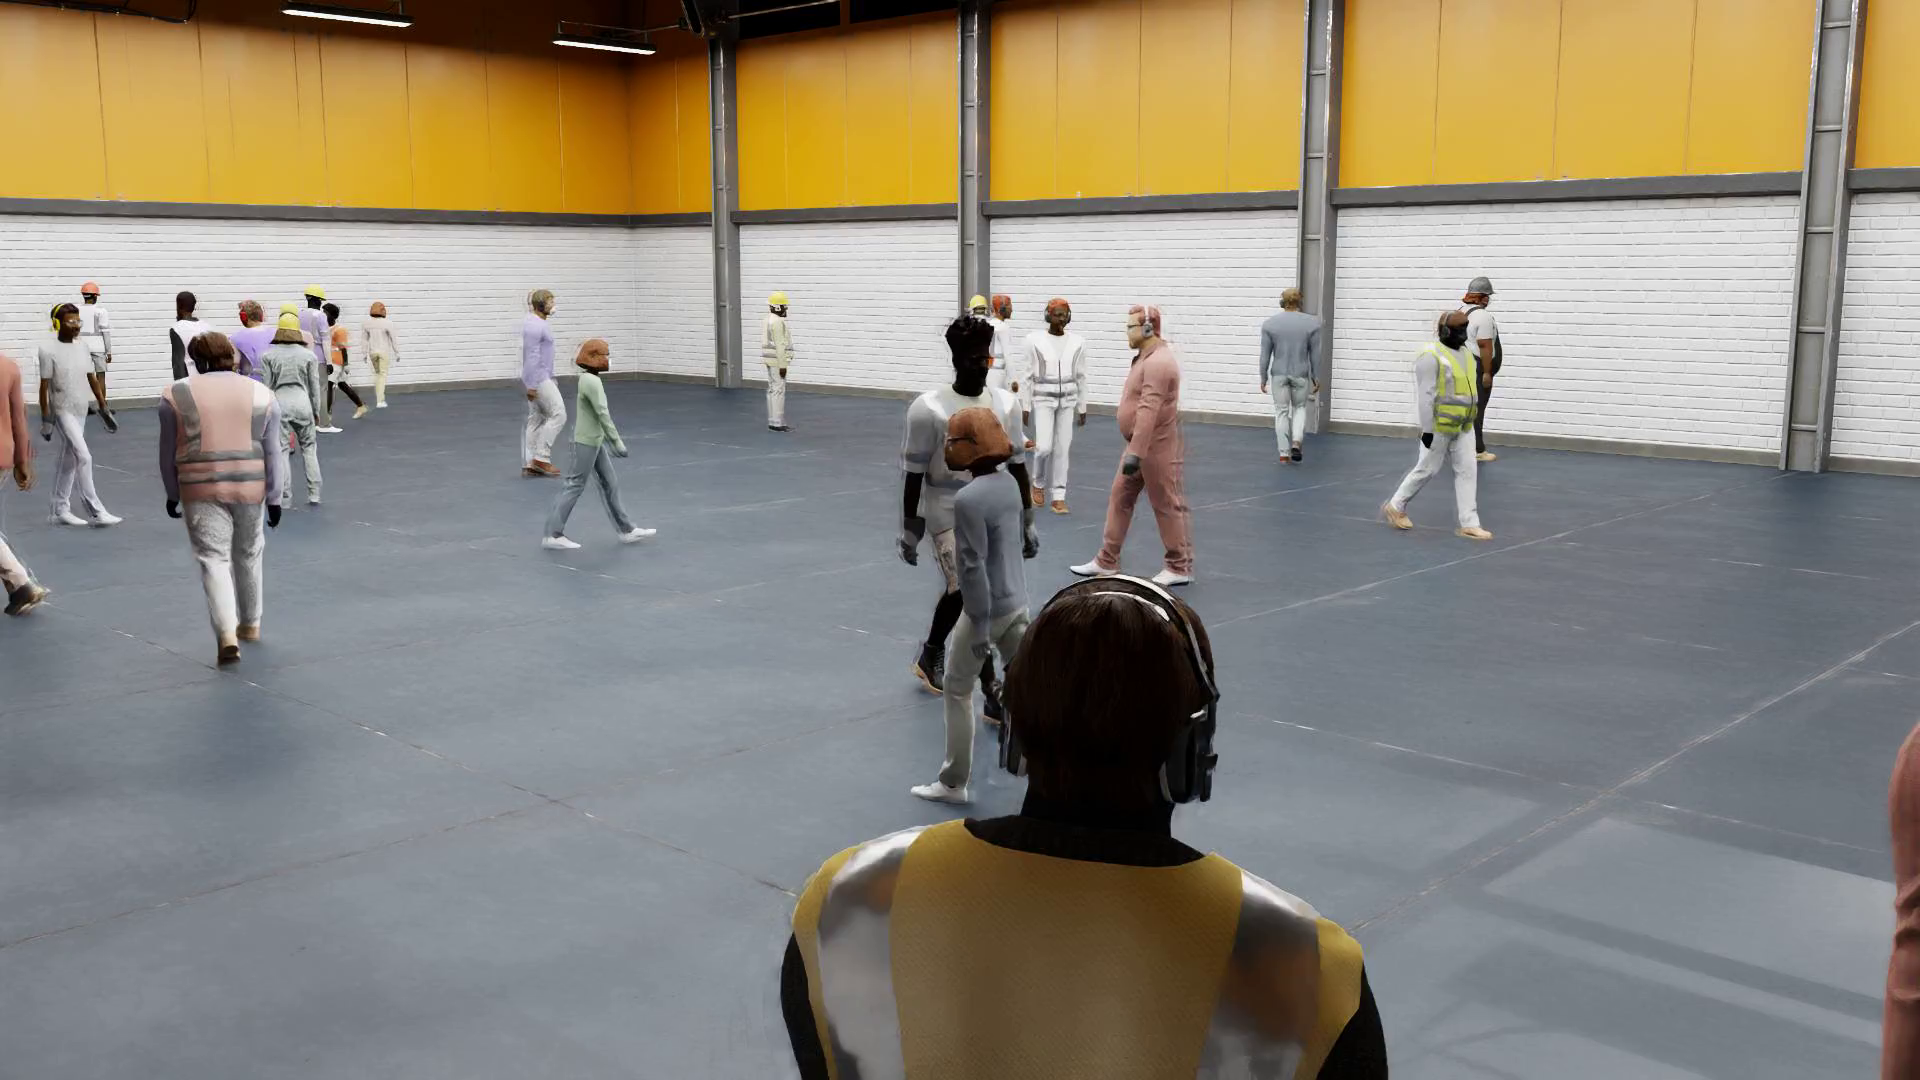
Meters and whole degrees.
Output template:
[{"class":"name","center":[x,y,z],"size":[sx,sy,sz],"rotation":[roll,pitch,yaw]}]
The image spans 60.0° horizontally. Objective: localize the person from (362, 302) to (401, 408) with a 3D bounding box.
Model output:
[{"class":"person","center":[-8.869,-2.849,25.562],"size":[0.520,1.612,0.601],"rotation":[1,9,8]}]

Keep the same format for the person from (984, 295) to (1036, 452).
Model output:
[{"class":"person","center":[0.458,-1.873,18.955],"size":[1.007,1.827,0.604],"rotation":[-3,10,-17]}]

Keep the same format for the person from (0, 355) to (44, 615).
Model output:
[{"class":"person","center":[-6.002,-0.505,10.240],"size":[0.914,1.950,0.630],"rotation":[2,10,14]}]

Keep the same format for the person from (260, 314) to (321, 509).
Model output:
[{"class":"person","center":[-5.953,-1.147,14.826],"size":[0.489,1.715,0.458],"rotation":[-4,10,-24]}]

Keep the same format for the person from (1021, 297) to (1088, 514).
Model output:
[{"class":"person","center":[0.829,-1.160,14.428],"size":[0.600,1.873,0.424],"rotation":[-3,10,-16]}]

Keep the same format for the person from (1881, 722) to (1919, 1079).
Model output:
[{"class":"person","center":[1.515,0.827,2.153],"size":[0.652,1.906,0.404],"rotation":[-1,9,-9]}]

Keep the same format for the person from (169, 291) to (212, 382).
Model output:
[{"class":"person","center":[-7.923,-1.591,17.042],"size":[0.554,1.885,0.626],"rotation":[2,9,11]}]

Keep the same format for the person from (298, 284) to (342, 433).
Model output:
[{"class":"person","center":[-8.317,-2.333,21.493],"size":[0.585,1.918,0.377],"rotation":[5,11,28]}]

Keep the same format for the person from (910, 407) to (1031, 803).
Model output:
[{"class":"person","center":[0.210,0.283,6.457],"size":[0.799,1.597,0.521],"rotation":[5,10,28]}]

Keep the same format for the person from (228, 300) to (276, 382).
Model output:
[{"class":"person","center":[-6.870,-1.405,16.109],"size":[0.881,1.807,0.601],"rotation":[5,11,30]}]

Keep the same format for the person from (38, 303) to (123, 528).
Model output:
[{"class":"person","center":[-7.168,-1.010,13.641],"size":[0.863,1.834,0.541],"rotation":[2,9,9]}]

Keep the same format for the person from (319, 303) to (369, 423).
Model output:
[{"class":"person","center":[-8.641,-2.466,23.124],"size":[0.872,1.664,0.525],"rotation":[-8,12,-40]}]

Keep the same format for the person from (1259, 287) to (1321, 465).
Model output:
[{"class":"person","center":[3.560,-1.769,18.005],"size":[0.651,1.923,0.432],"rotation":[1,9,7]}]

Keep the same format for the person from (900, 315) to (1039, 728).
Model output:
[{"class":"person","center":[0.020,-0.120,7.968],"size":[0.616,1.911,1.058],"rotation":[-6,11,-34]}]

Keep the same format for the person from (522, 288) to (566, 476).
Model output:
[{"class":"person","center":[-4.238,-1.595,16.951],"size":[0.520,1.921,0.628],"rotation":[-2,10,-13]}]

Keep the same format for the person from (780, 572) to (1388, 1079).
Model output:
[{"class":"person","center":[0.147,0.920,1.868],"size":[0.637,1.803,0.891],"rotation":[3,10,15]}]

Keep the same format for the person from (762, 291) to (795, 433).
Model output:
[{"class":"person","center":[-2.369,-2.289,21.561],"size":[0.441,1.843,0.608],"rotation":[-3,10,-20]}]

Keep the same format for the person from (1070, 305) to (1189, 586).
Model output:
[{"class":"person","center":[1.139,-0.611,11.067],"size":[0.881,1.872,0.662],"rotation":[-1,9,-4]}]

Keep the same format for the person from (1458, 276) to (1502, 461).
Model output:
[{"class":"person","center":[5.757,-1.908,18.511],"size":[0.536,2.000,0.684],"rotation":[-2,10,-15]}]

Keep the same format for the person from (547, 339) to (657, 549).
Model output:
[{"class":"person","center":[-2.772,-0.726,12.642],"size":[0.842,1.591,0.508],"rotation":[-2,10,-14]}]

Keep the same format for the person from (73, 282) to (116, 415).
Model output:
[{"class":"person","center":[-12.558,-2.762,24.094],"size":[0.543,1.930,0.380],"rotation":[0,9,-2]}]

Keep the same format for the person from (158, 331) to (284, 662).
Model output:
[{"class":"person","center":[-4.028,-0.249,9.127],"size":[0.611,1.799,0.914],"rotation":[-6,11,-34]}]

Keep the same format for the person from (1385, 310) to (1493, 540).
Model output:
[{"class":"person","center":[3.816,-0.925,13.213],"size":[0.635,1.808,0.905],"rotation":[-7,11,-36]}]

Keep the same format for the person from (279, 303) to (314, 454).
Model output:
[{"class":"person","center":[-7.745,-1.875,19.280],"size":[0.537,1.720,0.895],"rotation":[-4,10,-21]}]

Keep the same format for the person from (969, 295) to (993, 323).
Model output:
[{"class":"person","center":[0.275,-2.248,21.360],"size":[0.615,1.797,0.742],"rotation":[-3,10,-17]}]
